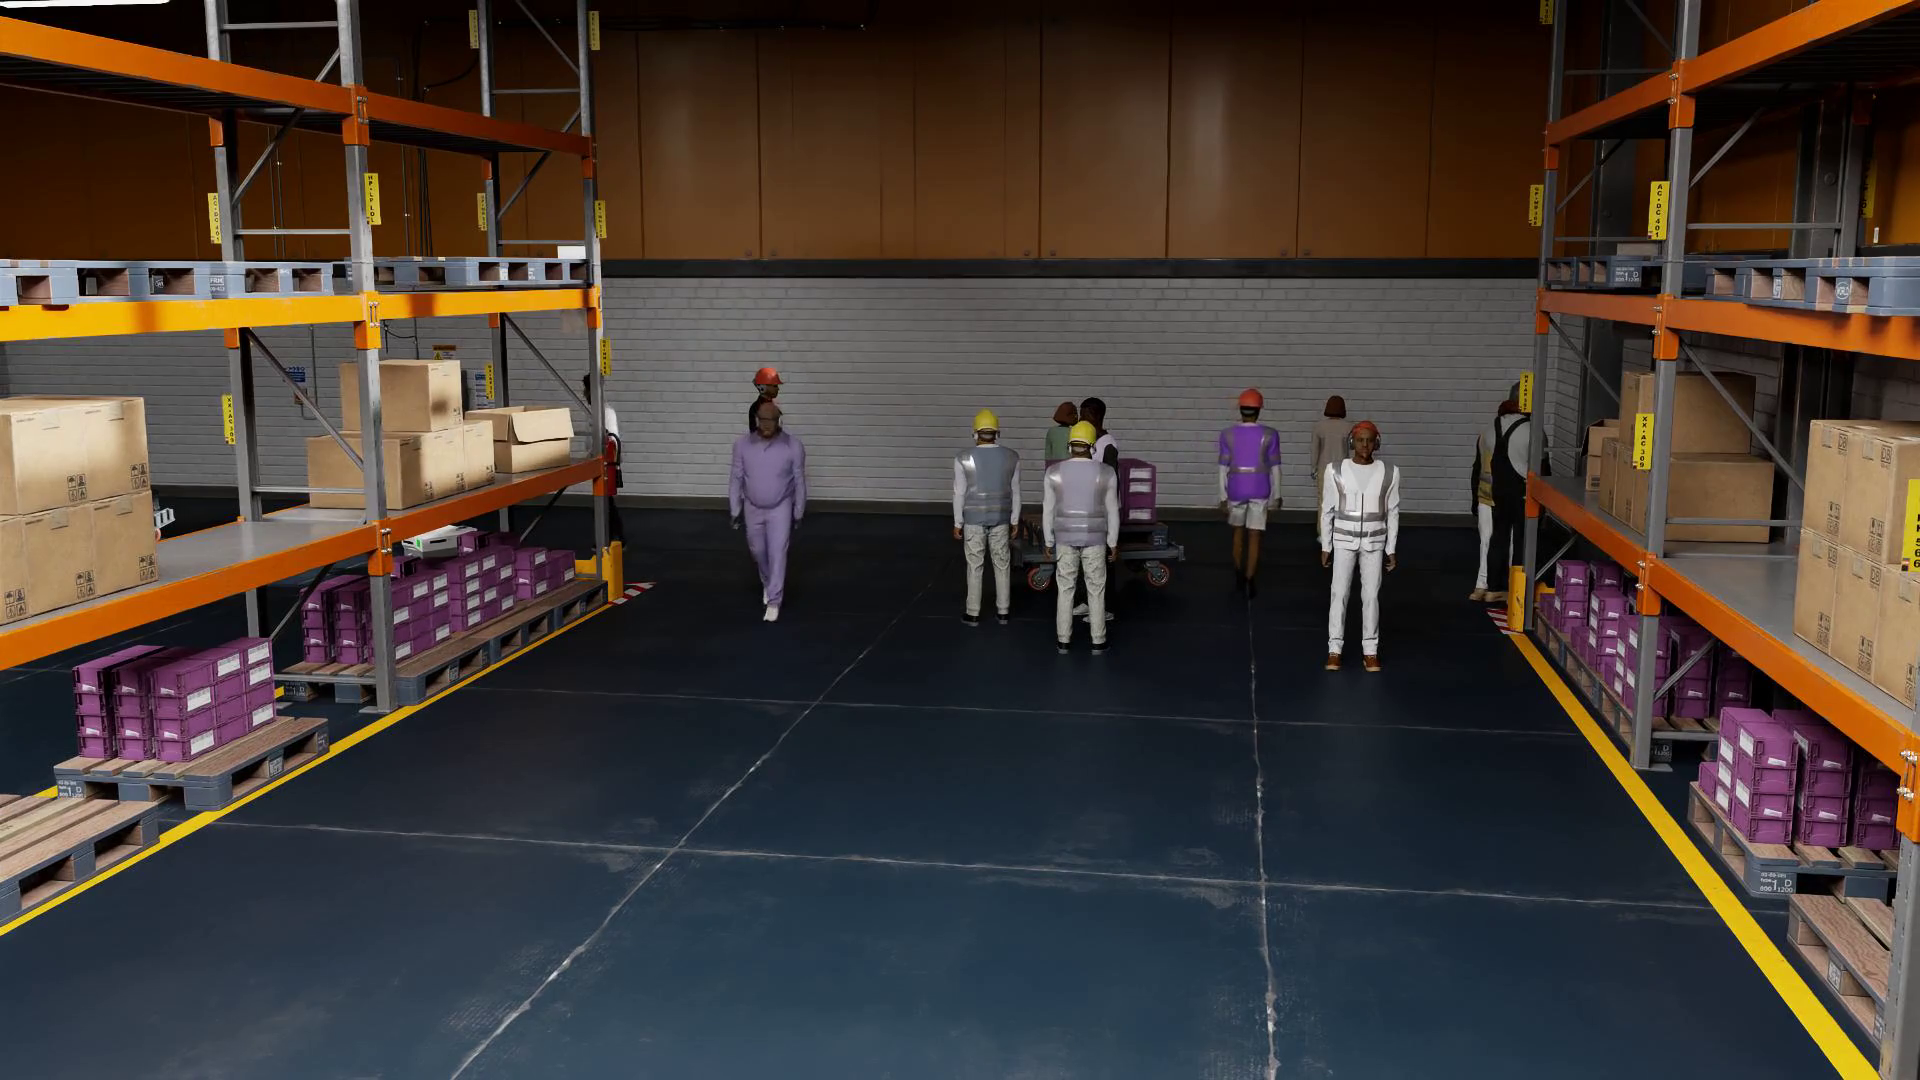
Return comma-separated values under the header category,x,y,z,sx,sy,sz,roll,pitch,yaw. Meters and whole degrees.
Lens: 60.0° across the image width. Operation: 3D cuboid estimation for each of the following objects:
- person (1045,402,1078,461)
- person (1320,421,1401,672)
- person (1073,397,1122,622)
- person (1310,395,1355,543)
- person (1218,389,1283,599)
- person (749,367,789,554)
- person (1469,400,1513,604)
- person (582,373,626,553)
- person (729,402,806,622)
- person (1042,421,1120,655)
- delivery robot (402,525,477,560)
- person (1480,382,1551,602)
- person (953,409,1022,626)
category,x,y,z,sx,sy,sz,roll,pitch,yaw
person,1.098,-0.629,17.379,0.265,1.631,0.507,-8,12,-40
person,2.983,0.048,12.435,0.574,1.884,0.356,1,9,8
person,1.167,-0.262,14.239,0.376,1.917,0.600,-3,10,-20
person,4.089,-0.767,18.229,0.501,1.633,0.284,3,10,18
person,2.701,-0.446,15.429,0.567,1.903,0.877,3,10,19
person,-2.002,-0.799,17.317,0.378,1.995,0.612,1,9,9
person,4.900,-0.344,14.976,0.627,1.846,0.429,6,11,35
person,-3.780,-0.802,17.527,0.414,1.945,0.760,-4,10,-25
person,-1.669,-0.284,14.542,0.642,1.876,0.939,1,9,6
person,0.947,-0.016,12.987,0.600,1.830,0.403,2,9,10
delivery robot,-5.150,0.010,16.466,0.477,0.478,0.707,8,12,41
person,5.012,-0.423,14.855,0.536,2.000,0.698,-5,10,-27
person,0.222,-0.186,14.031,0.600,1.831,0.404,-2,9,-14
